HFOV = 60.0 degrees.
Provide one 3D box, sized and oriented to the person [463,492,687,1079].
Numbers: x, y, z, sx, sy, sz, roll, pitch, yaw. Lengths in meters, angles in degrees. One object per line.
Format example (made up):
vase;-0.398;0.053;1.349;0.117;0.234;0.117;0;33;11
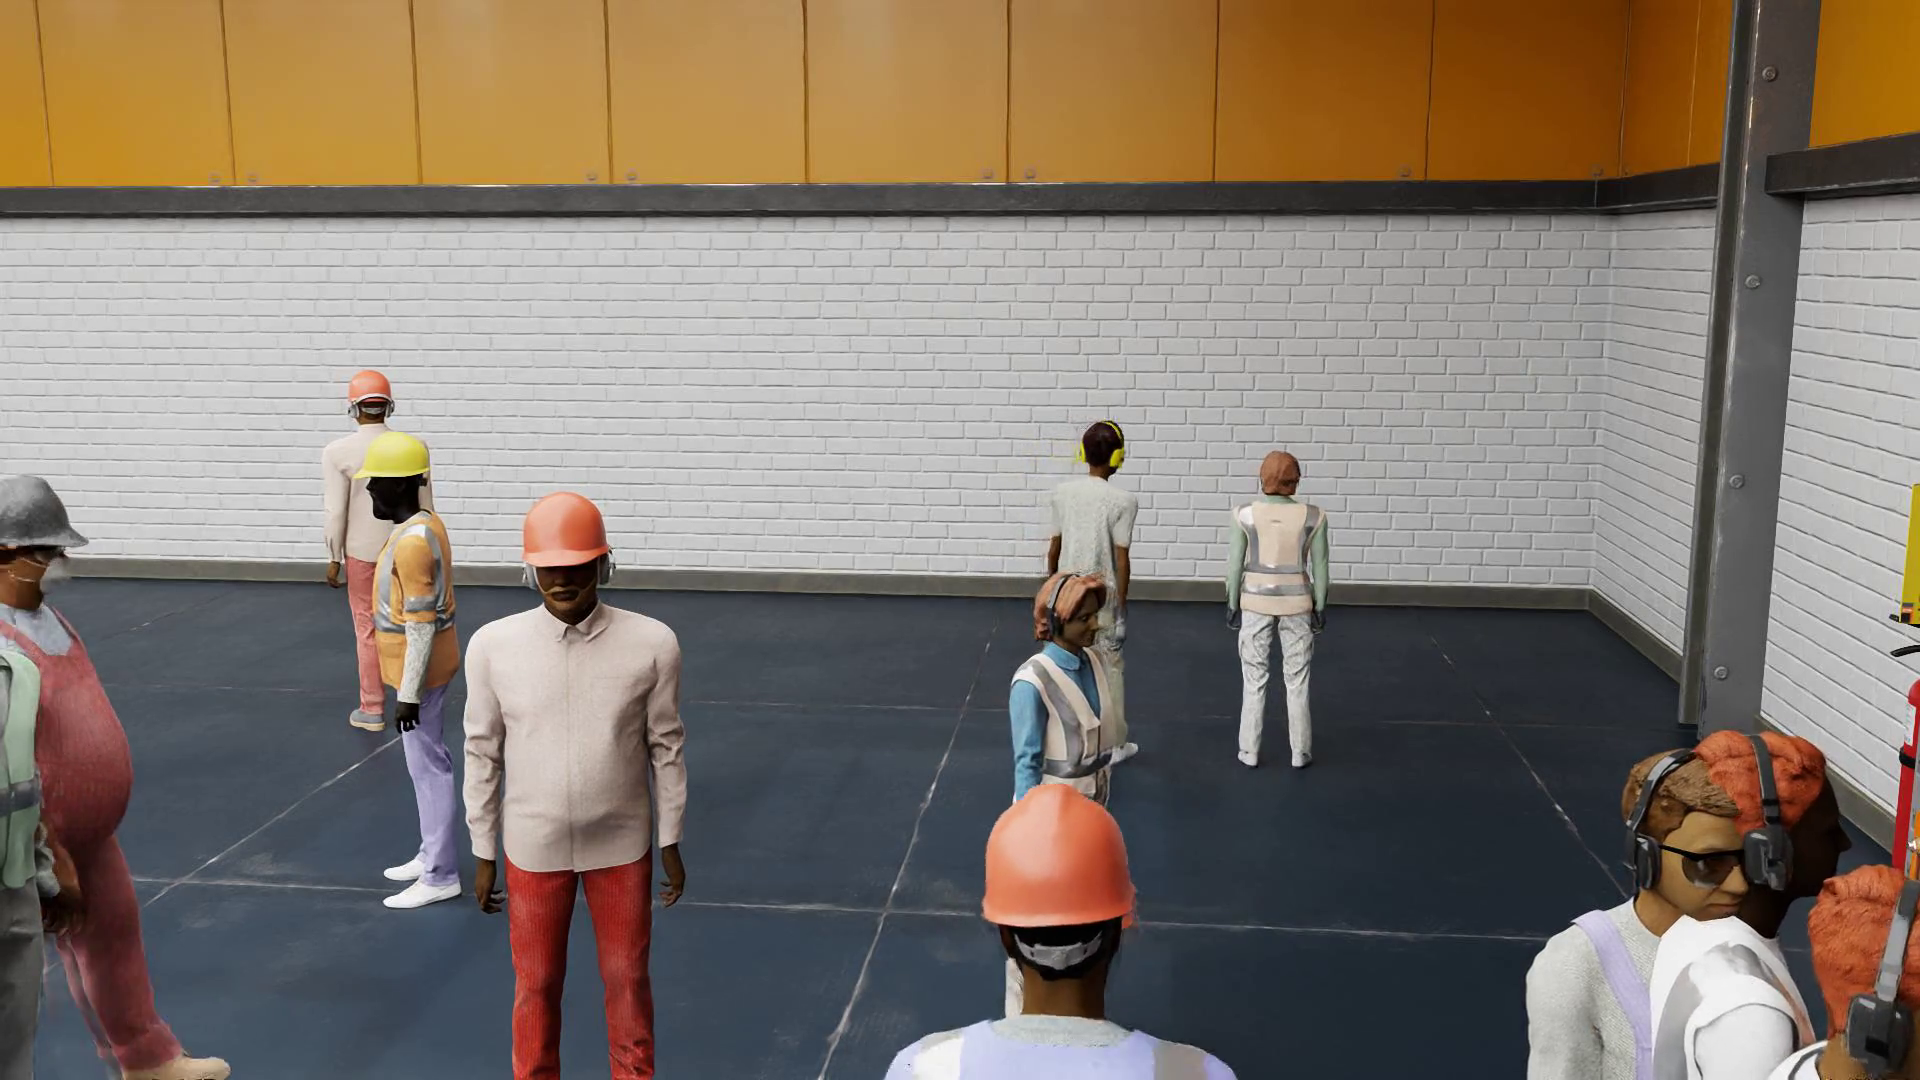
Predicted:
person;-1.073;0.849;4.680;0.615;1.994;0.380;-2;10;-13

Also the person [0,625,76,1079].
person;-2.576;0.949;4.331;0.388;1.919;0.593;1;10;7

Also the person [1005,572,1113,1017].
person;0.327;0.909;5.359;0.310;1.638;0.523;6;12;31

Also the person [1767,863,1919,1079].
person;1.146;1.335;2.243;0.347;1.877;0.586;8;13;38

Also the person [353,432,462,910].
person;-2.217;0.524;6.739;0.365;1.928;0.585;-3;10;-16

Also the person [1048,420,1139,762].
person;0.618;0.321;8.299;0.537;1.826;0.999;5;11;28

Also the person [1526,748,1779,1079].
person;1.176;1.245;2.840;0.514;1.845;0.336;-5;11;-24

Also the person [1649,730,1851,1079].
person;1.257;1.235;2.789;0.361;1.884;0.575;2;10;12

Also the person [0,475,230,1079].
person;-2.581;0.799;4.839;0.797;2.000;0.694;-1;10;-8

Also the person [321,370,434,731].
person;-3.219;0.054;9.233;0.622;1.992;0.395;-9;13;-40

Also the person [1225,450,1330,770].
person;1.613;0.364;8.486;0.523;1.636;0.310;1;10;8

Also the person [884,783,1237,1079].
person;0.142;1.317;2.405;0.559;1.871;1.085;2;10;13
